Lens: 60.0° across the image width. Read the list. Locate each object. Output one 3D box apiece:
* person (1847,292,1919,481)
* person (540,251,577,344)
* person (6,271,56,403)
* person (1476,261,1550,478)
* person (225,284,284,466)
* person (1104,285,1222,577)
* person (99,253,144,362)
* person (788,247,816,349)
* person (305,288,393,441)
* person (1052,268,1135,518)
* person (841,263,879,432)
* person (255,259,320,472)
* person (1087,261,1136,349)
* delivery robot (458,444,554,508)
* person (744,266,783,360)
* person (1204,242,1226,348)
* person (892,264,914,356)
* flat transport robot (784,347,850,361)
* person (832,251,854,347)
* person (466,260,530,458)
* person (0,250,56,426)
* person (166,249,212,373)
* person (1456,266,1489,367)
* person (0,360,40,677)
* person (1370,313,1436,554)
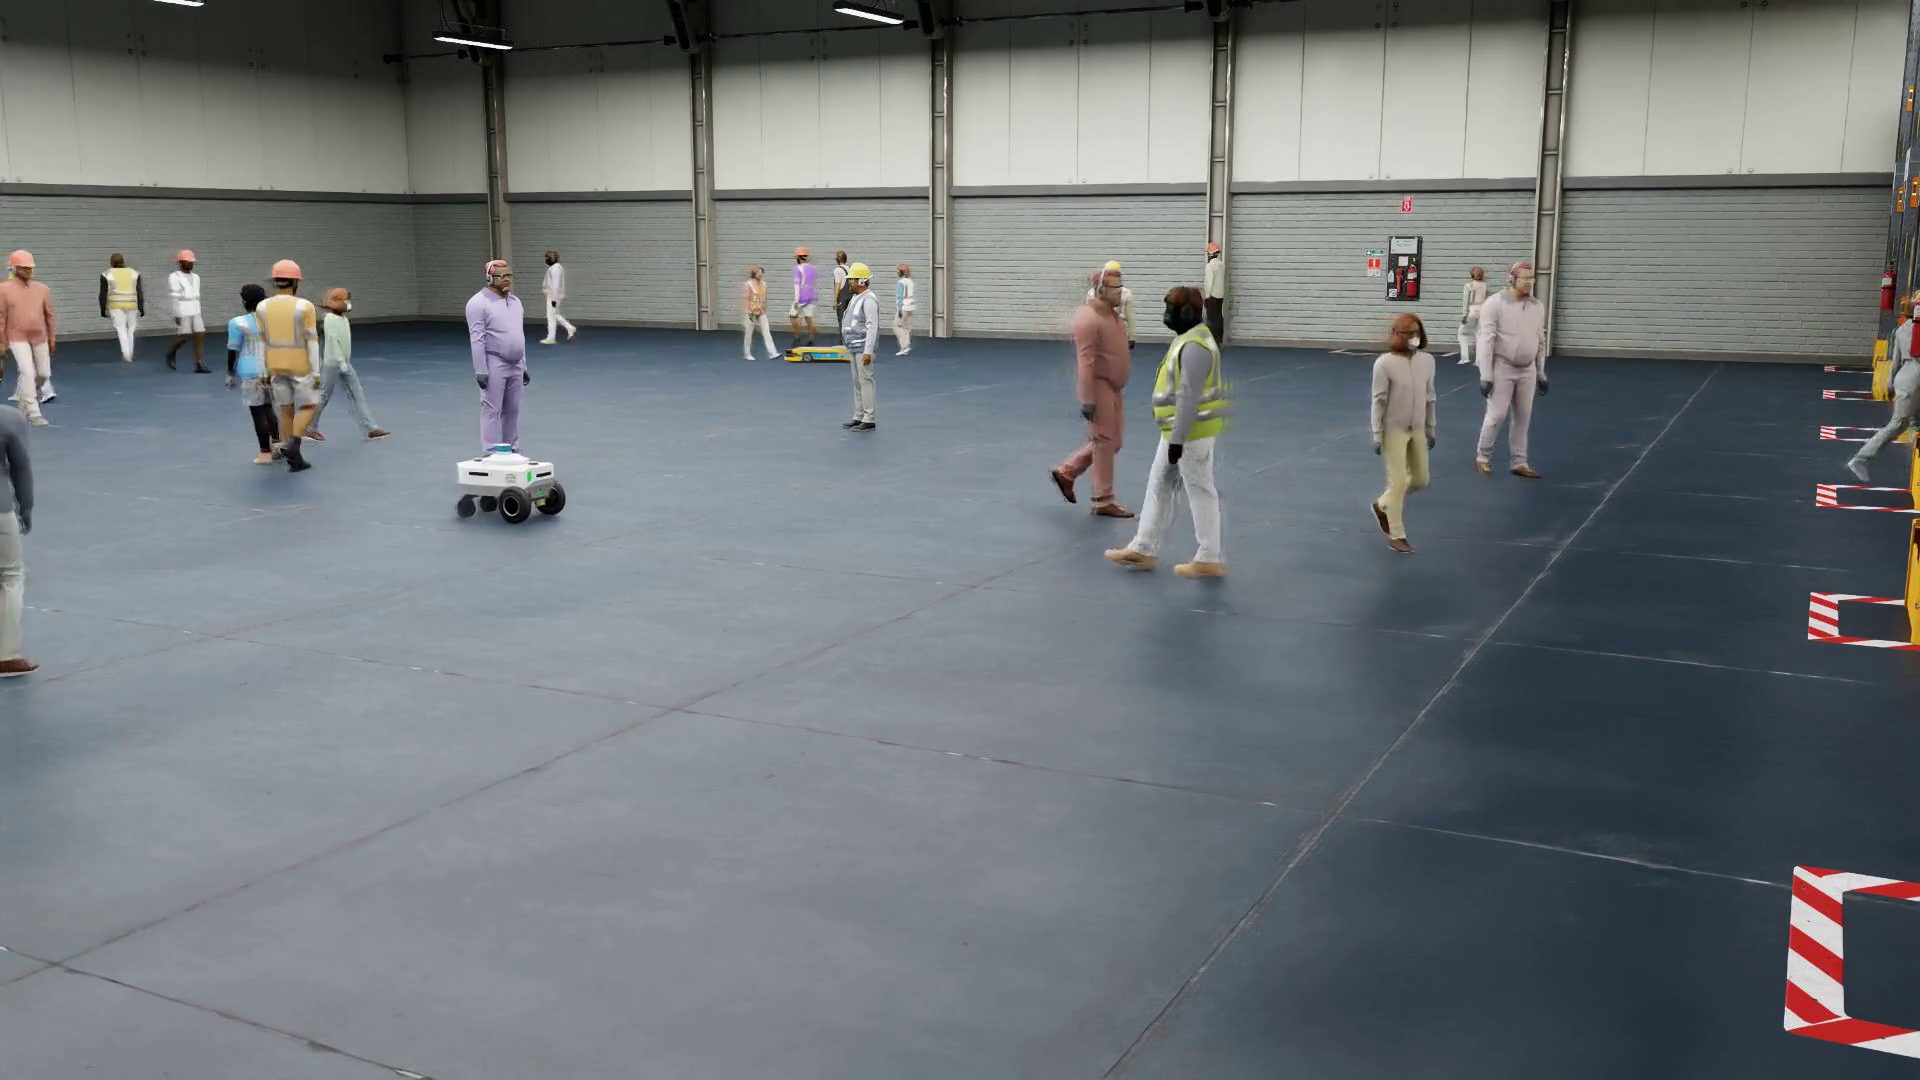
[{"bbox_3d":[8.170,-1.339,14.378,0.900,1.696,0.475,0,10,-1],"label":"person"},{"bbox_3d":[-7.952,-4.776,32.748,0.627,1.827,0.643,-2,11,-9],"label":"person"},{"bbox_3d":[-11.894,-2.601,21.174,0.883,1.725,0.532,3,11,18],"label":"person"},{"bbox_3d":[4.892,-1.496,14.686,0.664,1.912,0.406,-3,11,-18],"label":"person"},{"bbox_3d":[-6.527,-1.526,15.444,0.468,1.682,0.549,7,13,34],"label":"person"},{"bbox_3d":[1.270,-0.664,10.359,0.804,1.814,0.654,0,10,2],"label":"person"},{"bbox_3d":[-14.287,-3.950,28.273,0.661,1.814,0.783,-10,14,-42],"label":"person"},{"bbox_3d":[-2.947,-4.454,30.752,0.664,1.912,0.588,8,13,36],"label":"person"},{"bbox_3d":[-6.423,-1.807,17.229,0.872,1.587,0.512,1,10,5],"label":"person"},{"bbox_3d":[1.024,-1.121,12.670,0.653,1.892,0.654,5,12,26],"label":"person"},{"bbox_3d":[-1.092,-2.101,18.156,0.404,1.832,0.600,-4,11,-21],"label":"person"},{"bbox_3d":[-6.006,-1.539,14.877,0.544,1.922,0.529,0,10,2],"label":"person"},{"bbox_3d":[1.903,-2.569,20.789,0.622,1.798,0.791,4,11,19],"label":"person"},{"bbox_3d":[-3.433,-0.485,12.573,0.707,0.478,0.477,5,11,23],"label":"delivery robot"},{"bbox_3d":[-3.393,-3.829,28.199,0.835,1.592,0.544,9,14,41],"label":"person"},{"bbox_3d":[4.750,-4.573,31.193,0.388,1.996,0.612,8,13,36],"label":"person"},{"bbox_3d":[-0.995,-4.061,29.393,0.373,1.632,0.537,5,11,23],"label":"person"},{"bbox_3d":[-2.216,-3.151,28.146,1.431,0.197,0.652,1,10,4],"label":"flat transport robot"},{"bbox_3d":[-2.174,-4.474,31.069,0.327,1.842,0.511,8,13,38],"label":"person"},{"bbox_3d":[-4.106,-1.548,14.943,0.408,1.908,0.641,5,11,25],"label":"person"},{"bbox_3d":[-10.589,-2.292,18.836,0.766,1.975,0.622,8,13,37],"label":"person"},{"bbox_3d":[-11.976,-3.532,25.728,0.724,1.923,0.555,5,11,24],"label":"person"},{"bbox_3d":[8.307,-3.613,26.972,0.551,1.619,0.541,-4,11,-23],"label":"person"},{"bbox_3d":[-4.704,-0.106,7.914,0.562,1.600,0.368,-6,12,-30],"label":"person"},{"bbox_3d":[2.974,-0.734,11.281,0.512,1.614,0.503,-5,11,-24],"label":"person"}]
